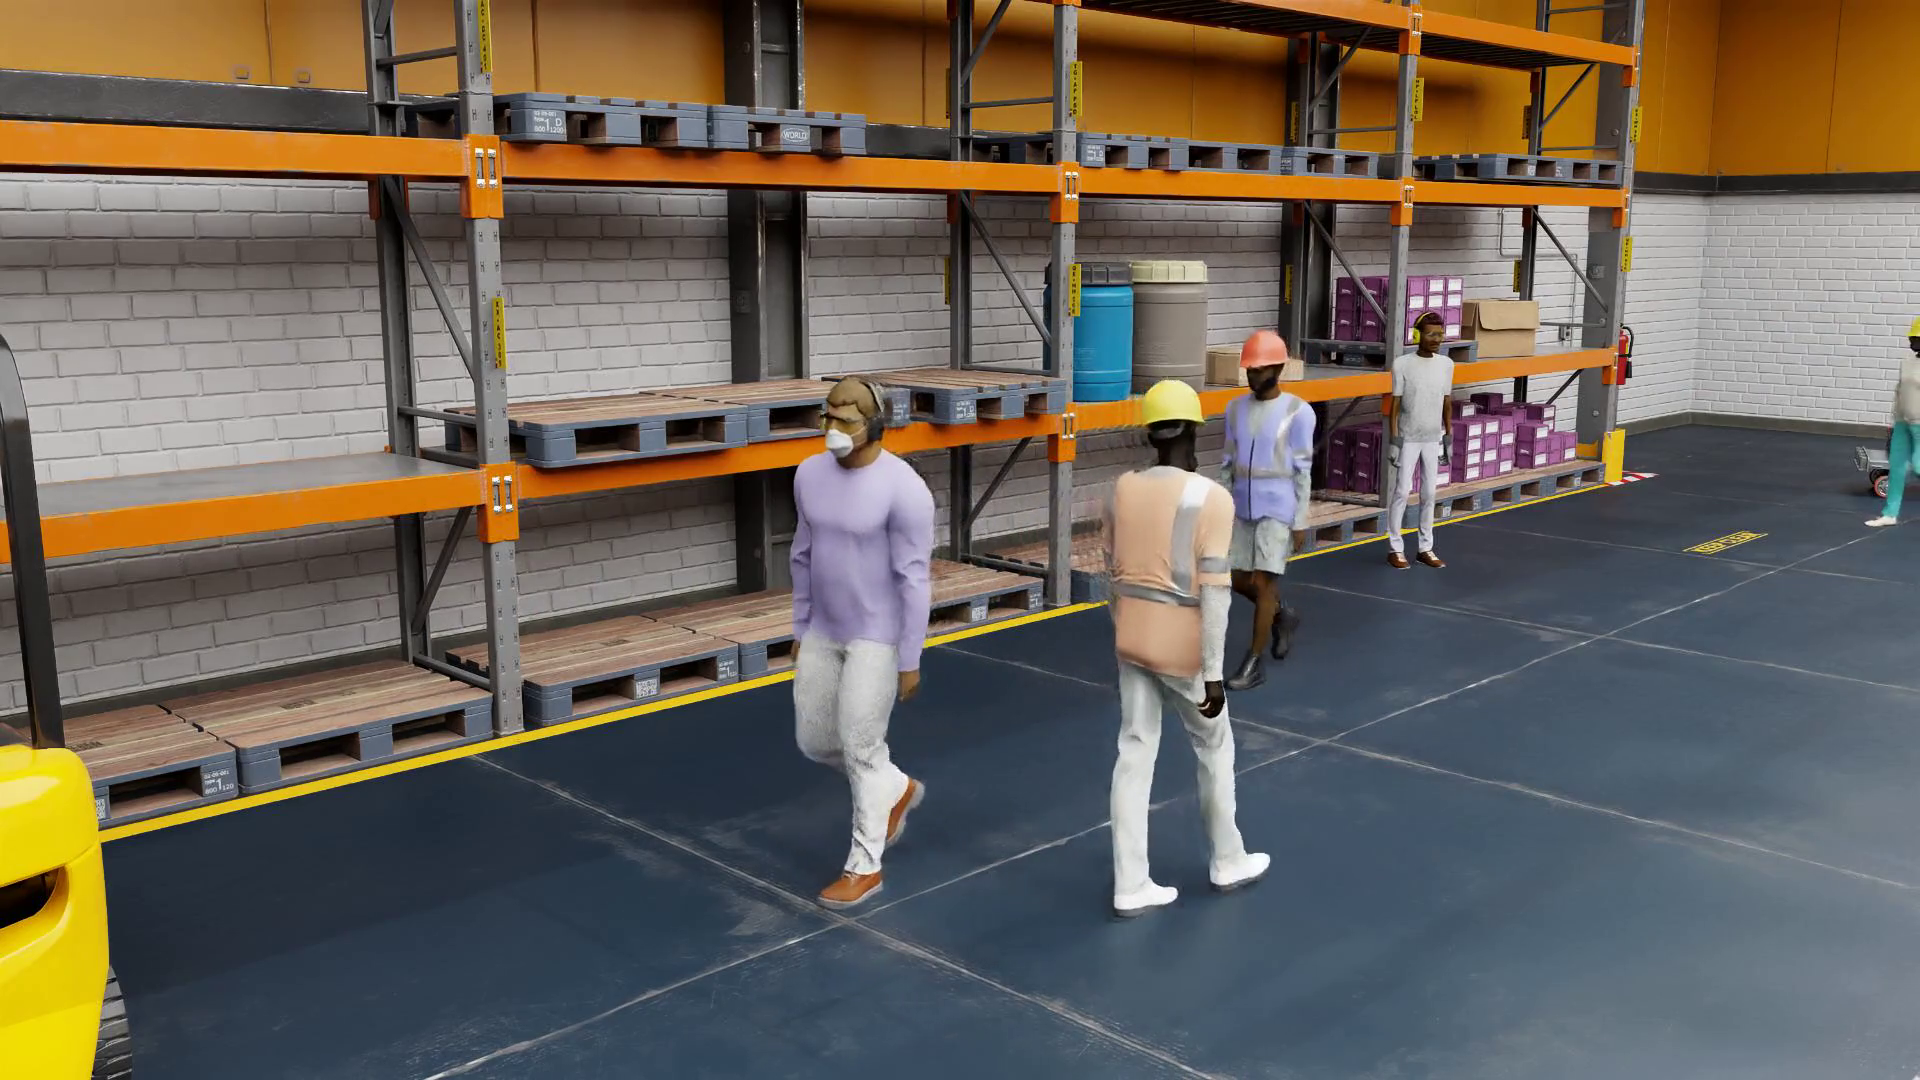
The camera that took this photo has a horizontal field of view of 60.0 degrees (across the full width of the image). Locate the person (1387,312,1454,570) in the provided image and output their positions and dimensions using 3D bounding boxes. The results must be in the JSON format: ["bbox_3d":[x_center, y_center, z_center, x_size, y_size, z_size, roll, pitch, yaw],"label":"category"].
[{"bbox_3d":[3.329,-0.712,12.029,0.513,1.861,0.327,-3,11,-14],"label":"person"}]

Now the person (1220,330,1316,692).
[{"bbox_3d":[1.662,-0.172,8.936,0.547,1.917,0.695,10,14,43],"label":"person"}]

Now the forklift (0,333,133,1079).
[{"bbox_3d":[-3.289,0.485,4.582,1.214,2.155,2.313,-10,14,-44],"label":"forklift"}]

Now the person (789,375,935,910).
[{"bbox_3d":[-0.334,0.352,6.057,0.642,1.919,0.568,9,14,40],"label":"person"}]

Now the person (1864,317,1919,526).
[{"bbox_3d":[7.877,-0.961,13.674,0.627,1.753,0.541,-2,11,-9],"label":"person"}]

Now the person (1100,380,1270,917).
[{"bbox_3d":[0.806,0.375,6.009,0.860,1.884,0.616,-10,14,-43],"label":"person"}]
